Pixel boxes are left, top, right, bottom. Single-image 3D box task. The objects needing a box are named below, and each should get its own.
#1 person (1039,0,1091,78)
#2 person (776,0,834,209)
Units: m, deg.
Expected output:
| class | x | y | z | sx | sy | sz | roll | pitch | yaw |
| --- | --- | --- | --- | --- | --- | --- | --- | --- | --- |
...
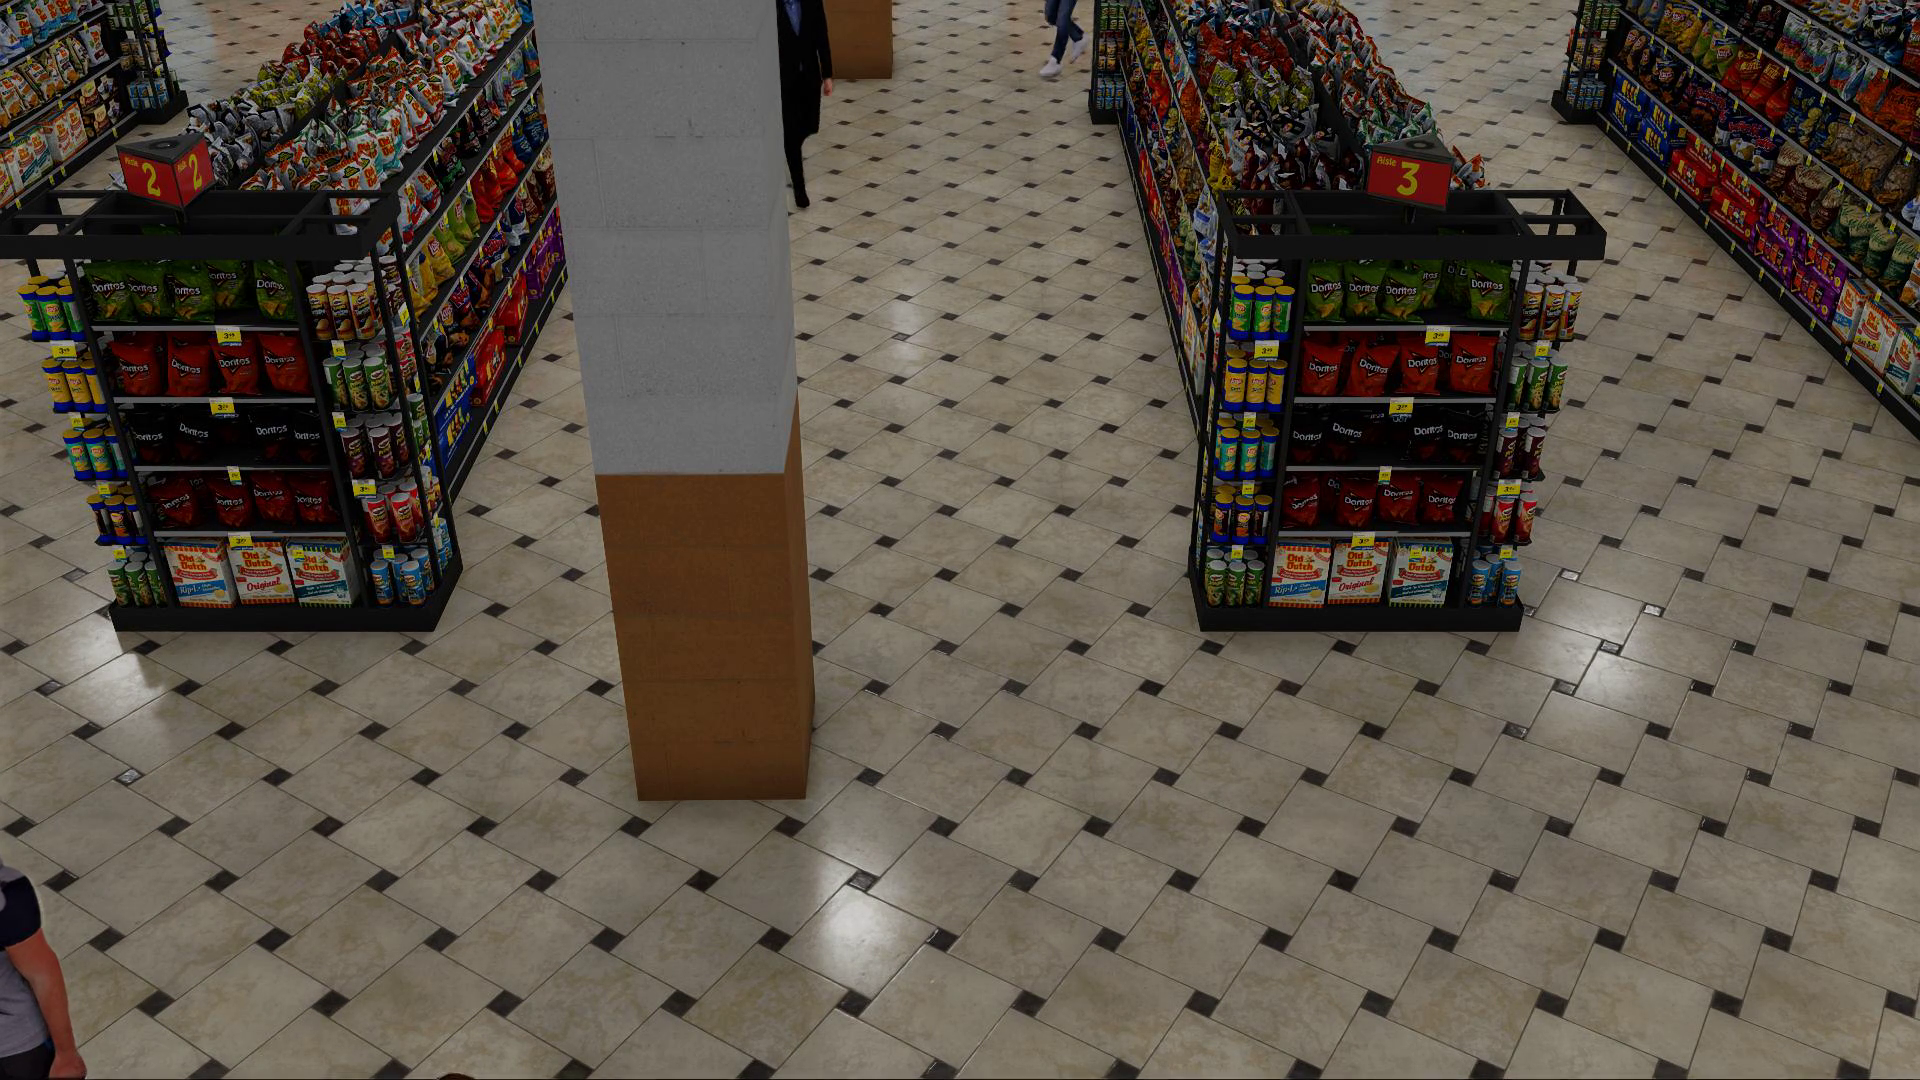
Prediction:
| class | x | y | z | sx | sy | sz | roll | pitch | yaw |
| --- | --- | --- | --- | --- | --- | --- | --- | --- | --- |
| person | 1.038 | -5.172 | 15.193 | 1.075 | 1.841 | 1.021 | -22 | 38 | -31 |
| person | -1.242 | -3.494 | 12.475 | 0.953 | 1.864 | 1.212 | -11 | 34 | -17 |
